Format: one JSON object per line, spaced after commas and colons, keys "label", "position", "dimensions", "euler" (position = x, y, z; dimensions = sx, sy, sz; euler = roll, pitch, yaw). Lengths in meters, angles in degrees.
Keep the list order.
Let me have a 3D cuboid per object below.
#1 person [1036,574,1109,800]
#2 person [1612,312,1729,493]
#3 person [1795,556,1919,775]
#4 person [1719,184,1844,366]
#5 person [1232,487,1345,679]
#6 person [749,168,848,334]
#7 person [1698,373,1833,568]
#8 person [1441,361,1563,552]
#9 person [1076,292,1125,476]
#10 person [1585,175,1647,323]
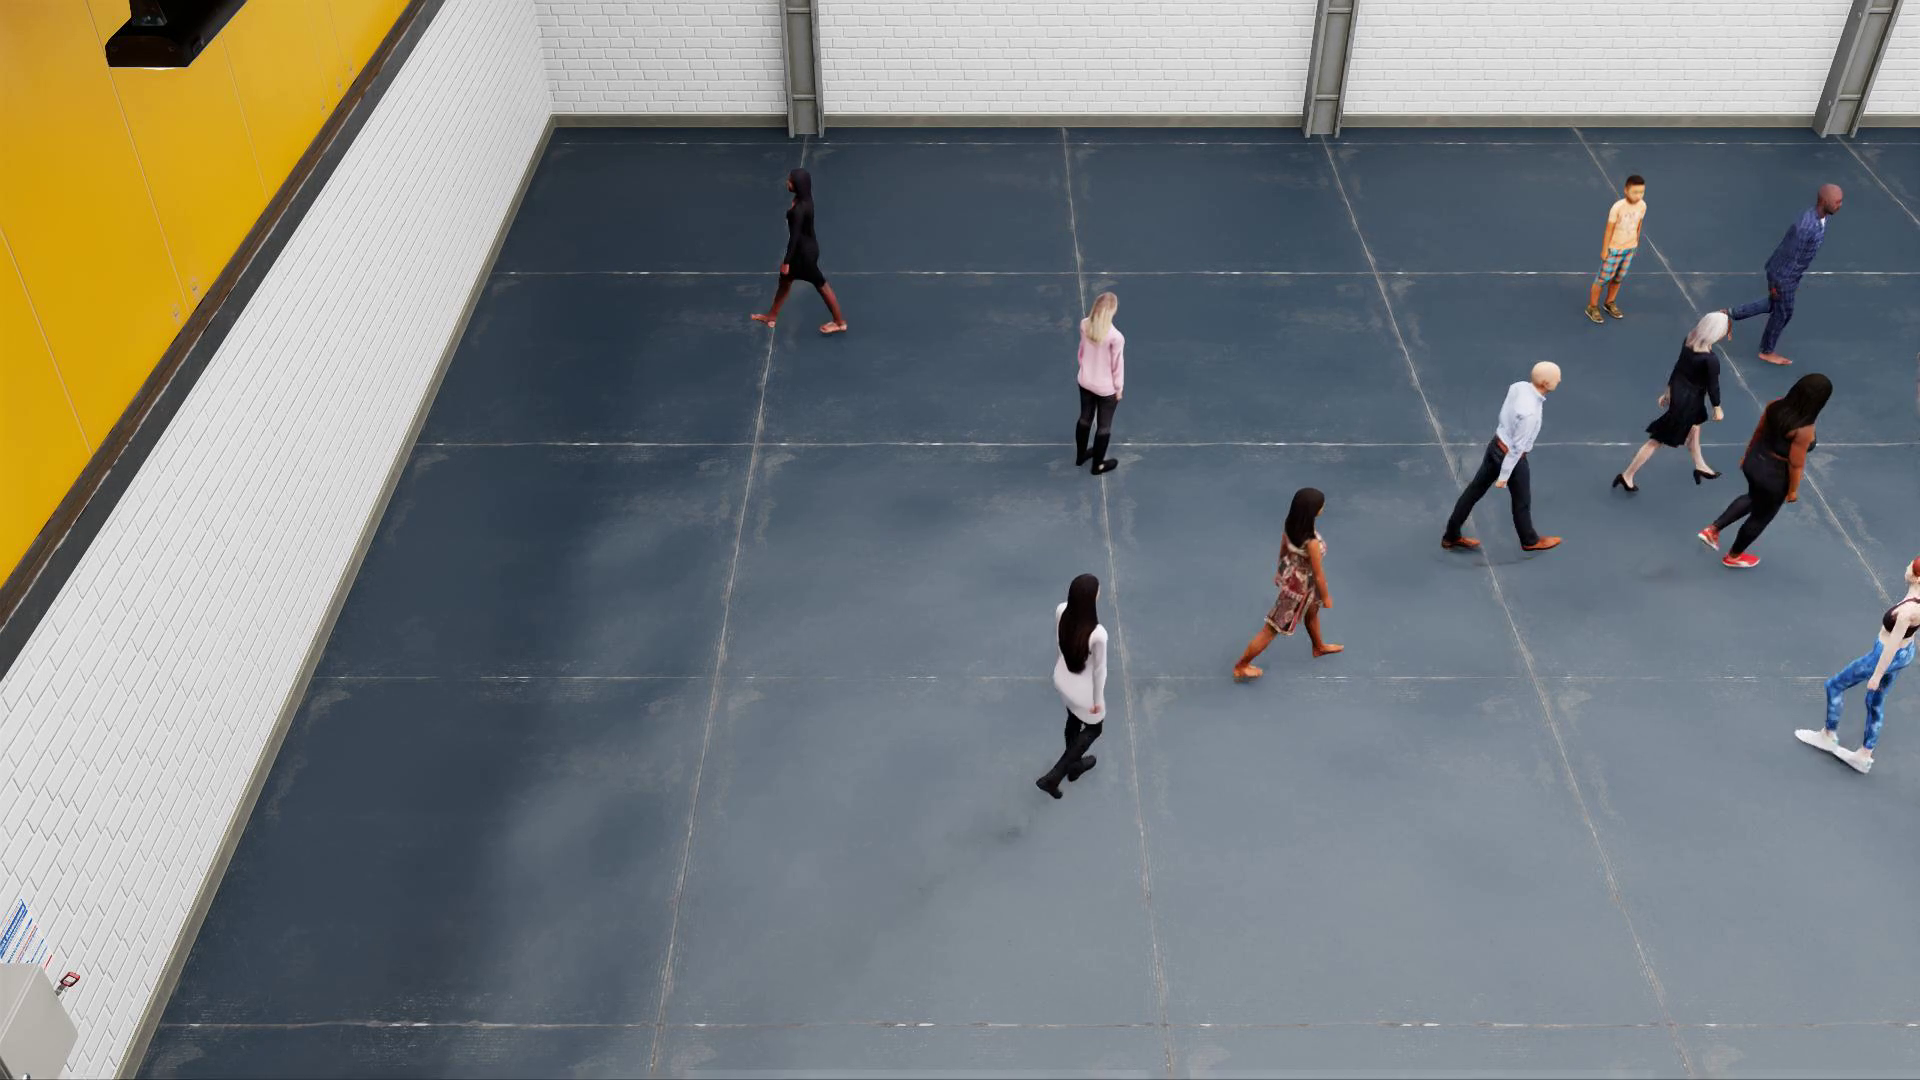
{"label": "person", "position": [0.704, 0.985, 10.798], "dimensions": [0.977, 1.792, 0.906], "euler": [-30, 47, -32]}
{"label": "person", "position": [5.751, -1.040, 13.407], "dimensions": [1.145, 1.699, 0.608], "euler": [-2, 39, -3]}
{"label": "person", "position": [6.167, 0.869, 10.959], "dimensions": [0.799, 1.771, 0.843], "euler": [-25, 45, -28]}
{"label": "person", "position": [7.410, -2.445, 15.101], "dimensions": [1.116, 1.781, 1.014], "euler": [27, 46, 29]}
{"label": "person", "position": [2.293, 0.356, 11.740], "dimensions": [1.167, 1.598, 0.748], "euler": [-7, 39, -9]}
{"label": "person", "position": [-1.354, -2.623, 15.413], "dimensions": [1.158, 1.670, 0.673], "euler": [-3, 39, -4]}
{"label": "person", "position": [6.074, -0.491, 12.642], "dimensions": [0.801, 1.796, 0.749], "euler": [-8, 39, -10]}
{"label": "person", "position": [4.138, -0.597, 12.823], "dimensions": [1.136, 1.735, 0.639], "euler": [0, 39, 0]}
{"label": "person", "position": [1.137, -1.293, 13.734], "dimensions": [0.742, 1.686, 0.686], "euler": [-31, 48, -33]}
{"label": "person", "position": [6.257, -2.791, 15.789], "dimensions": [0.529, 1.462, 0.647], "euler": [-11, 40, -13]}
